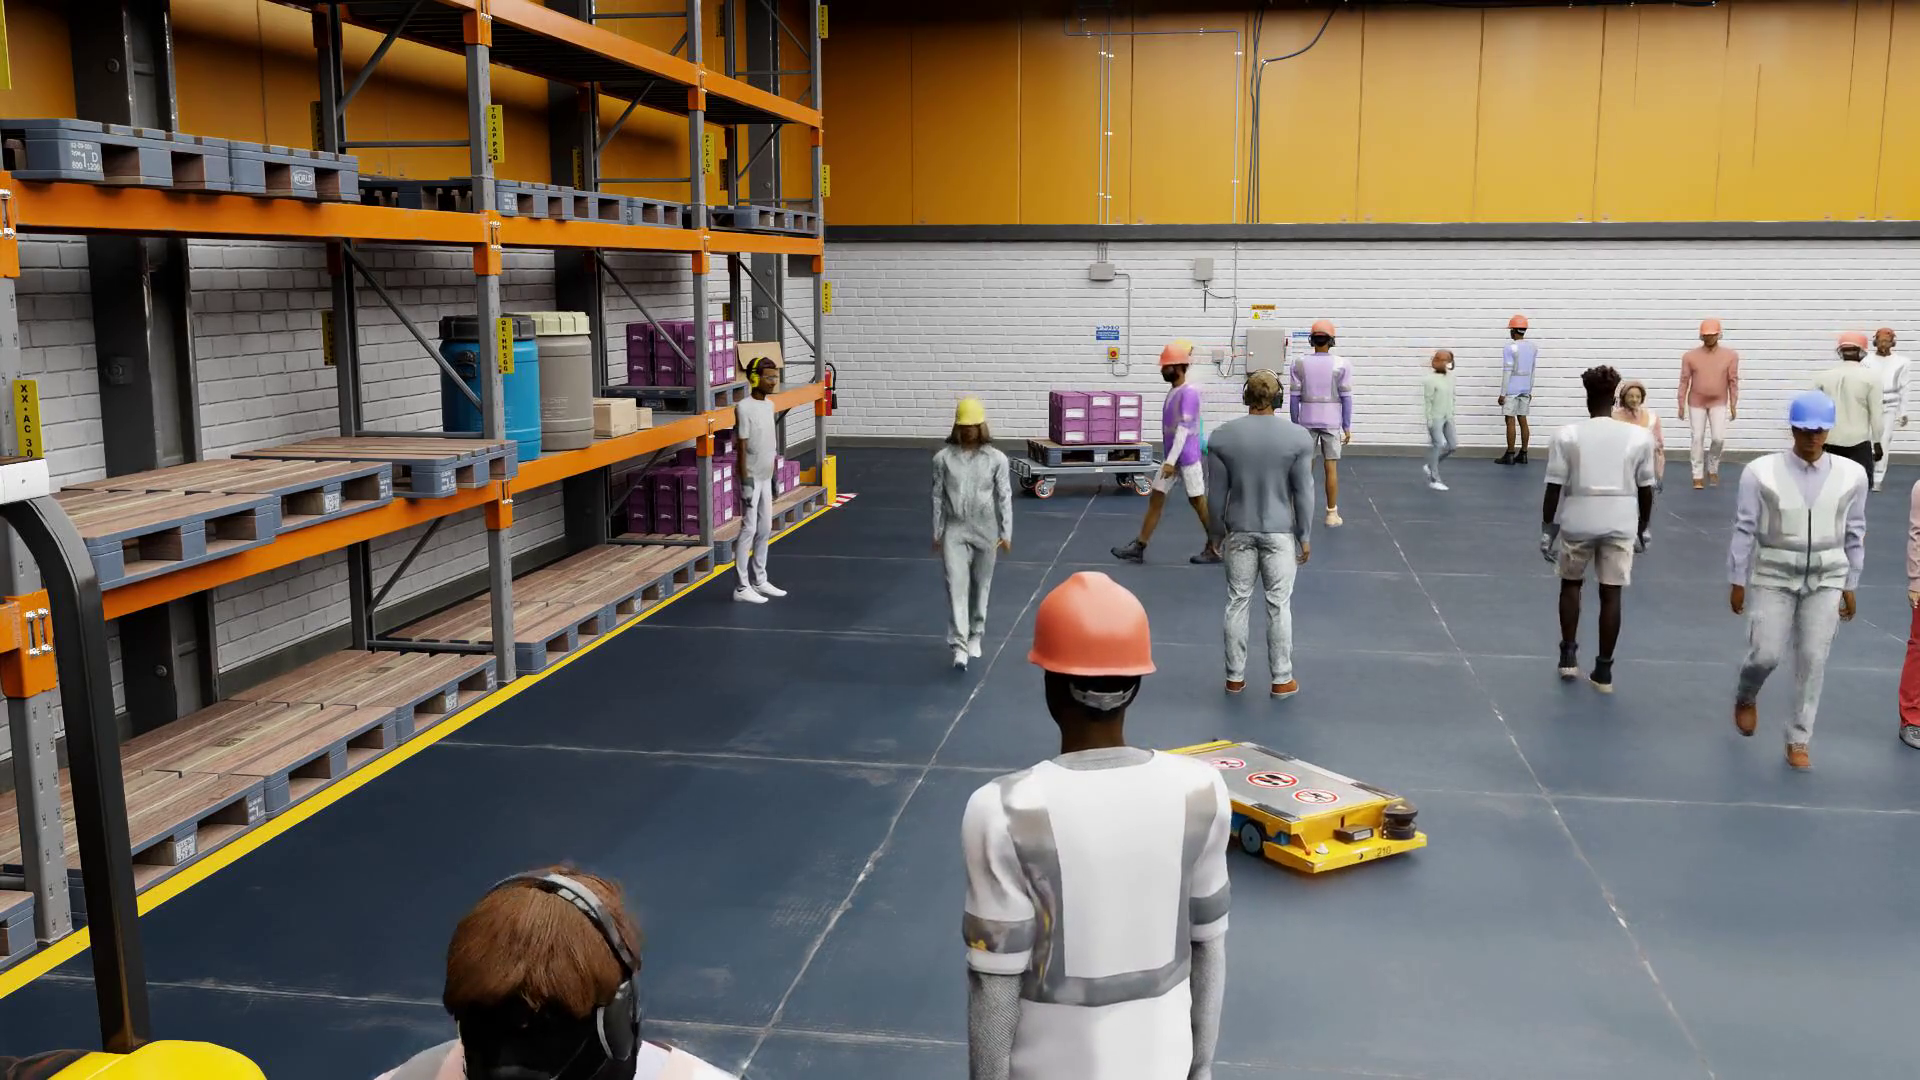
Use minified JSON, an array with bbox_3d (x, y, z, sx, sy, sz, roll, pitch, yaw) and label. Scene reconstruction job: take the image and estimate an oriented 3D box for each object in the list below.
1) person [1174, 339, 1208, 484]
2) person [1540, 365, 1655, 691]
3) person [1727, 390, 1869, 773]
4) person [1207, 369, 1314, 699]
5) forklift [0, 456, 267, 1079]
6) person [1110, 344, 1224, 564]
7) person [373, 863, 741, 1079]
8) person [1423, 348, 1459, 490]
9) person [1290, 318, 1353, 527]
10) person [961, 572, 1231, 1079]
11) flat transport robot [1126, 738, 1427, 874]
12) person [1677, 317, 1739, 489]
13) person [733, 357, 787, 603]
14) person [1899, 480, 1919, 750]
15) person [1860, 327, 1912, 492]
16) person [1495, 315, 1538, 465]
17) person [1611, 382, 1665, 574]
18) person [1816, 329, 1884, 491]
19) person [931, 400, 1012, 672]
[{"bbox_3d":[2.693,-1.469,19.276,0.843,1.723,0.541,8,12,42],"label":"person"},{"bbox_3d":[3.855,-0.082,10.063,0.639,1.940,0.635,3,10,17],"label":"person"},{"bbox_3d":[4.225,0.191,8.442,0.614,1.930,0.602,2,9,13],"label":"person"},{"bbox_3d":[1.758,-0.032,9.757,0.627,1.941,0.371,3,10,20],"label":"person"},{"bbox_3d":[-2.328,0.975,2.765,2.313,2.155,1.214,1,9,9],"label":"forklift"},{"bbox_3d":[1.816,-0.714,14.134,0.996,1.884,0.547,-3,10,-15],"label":"person"},{"bbox_3d":[-0.469,1.284,2.048,0.645,1.841,0.560,2,9,10],"label":"person"},{"bbox_3d":[5.493,-1.382,19.026,0.508,1.622,0.388,-6,11,-34],"label":"person"},{"bbox_3d":[3.526,-1.139,16.274,0.608,2.043,0.374,4,10,21],"label":"person"},{"bbox_3d":[0.249,1.023,3.254,0.547,1.937,0.379,-3,10,-19],"label":"person"},{"bbox_3d":[1.352,1.159,7.544,0.652,0.197,1.431,-6,11,-31],"label":"flat transport robot"},{"bbox_3d":[8.551,-1.560,19.052,0.650,1.974,0.461,4,10,23],"label":"person"},{"bbox_3d":[-1.532,-0.456,12.636,0.318,1.860,0.510,4,10,23],"label":"person"},{"bbox_3d":[5.220,0.222,8.725,0.525,1.769,0.315,-1,9,-6],"label":"person"},{"bbox_3d":[10.413,-1.474,18.835,0.601,1.871,0.402,5,11,29],"label":"person"},{"bbox_3d":[7.185,-1.941,21.534,0.552,1.935,0.360,-5,10,-28],"label":"person"},{"bbox_3d":[5.581,-0.528,13.890,0.532,1.588,0.903,1,9,6],"label":"person"},{"bbox_3d":[8.050,-0.926,15.138,0.617,1.980,0.635,-6,11,-31],"label":"person"},{"bbox_3d":[0.075,-0.034,10.493,0.508,1.689,0.889,0,9,-2],"label":"person"}]
